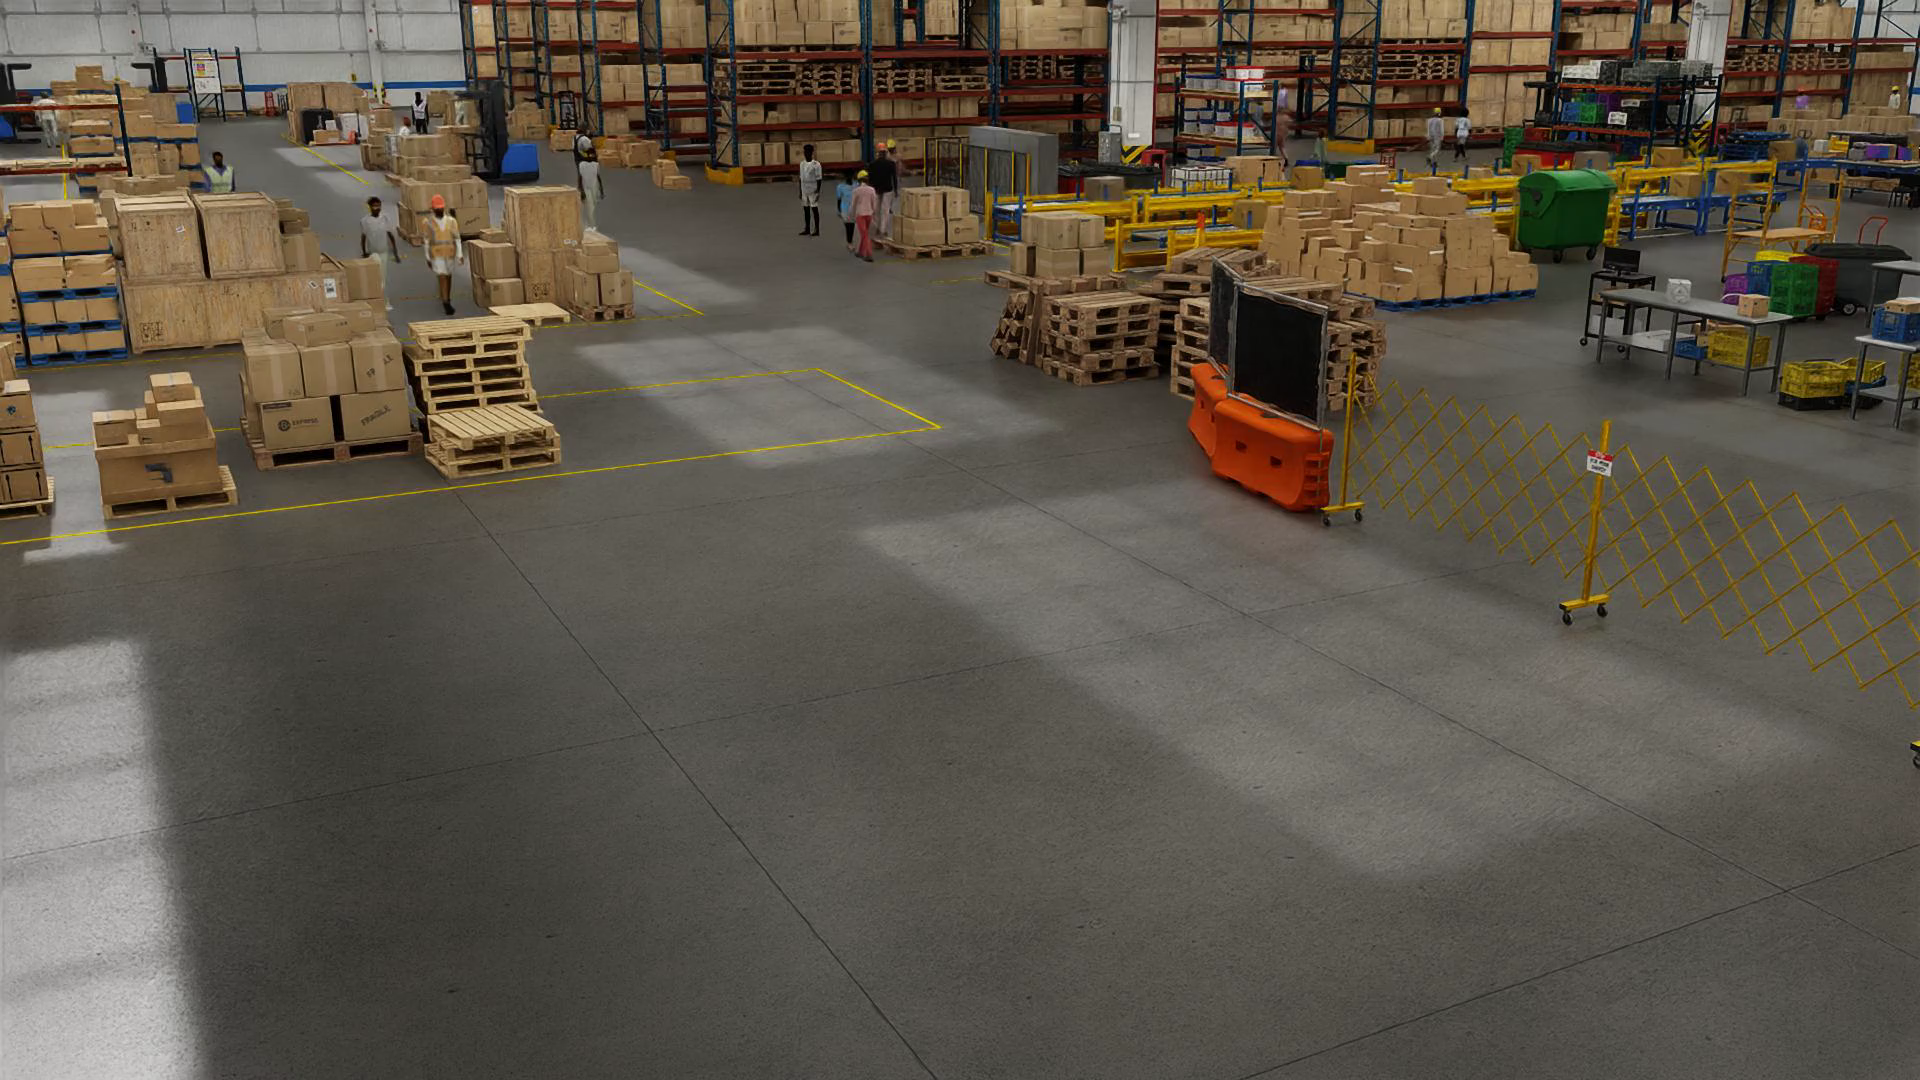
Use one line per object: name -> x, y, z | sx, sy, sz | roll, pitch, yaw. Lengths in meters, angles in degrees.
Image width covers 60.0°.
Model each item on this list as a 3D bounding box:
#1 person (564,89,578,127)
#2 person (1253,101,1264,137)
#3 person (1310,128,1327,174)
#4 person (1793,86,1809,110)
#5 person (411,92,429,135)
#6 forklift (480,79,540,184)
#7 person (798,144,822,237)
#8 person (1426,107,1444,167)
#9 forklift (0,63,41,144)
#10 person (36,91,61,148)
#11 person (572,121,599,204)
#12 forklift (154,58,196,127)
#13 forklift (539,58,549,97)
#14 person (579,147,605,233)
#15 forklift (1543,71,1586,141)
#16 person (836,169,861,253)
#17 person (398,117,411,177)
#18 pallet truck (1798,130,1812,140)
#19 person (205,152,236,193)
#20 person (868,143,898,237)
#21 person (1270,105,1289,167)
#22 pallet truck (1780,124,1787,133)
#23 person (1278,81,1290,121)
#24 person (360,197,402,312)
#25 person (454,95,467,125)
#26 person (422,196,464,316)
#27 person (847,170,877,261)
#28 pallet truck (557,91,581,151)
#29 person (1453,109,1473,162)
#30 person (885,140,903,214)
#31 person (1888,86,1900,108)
person -> -14.378, -15.686, 61.407 | 0.429, 1.847, 0.627 | 8, 20, 24
person -> 10.747, -15.097, 59.940 | 0.513, 1.615, 0.518 | -5, 18, -15
person -> 9.876, -10.496, 45.649 | 0.896, 1.584, 0.500 | -1, 18, -4
person -> 31.456, -16.025, 62.325 | 0.421, 1.924, 0.570 | -9, 20, -26
person -> -18.963, -14.786, 58.502 | 0.594, 1.910, 0.384 | 2, 18, 8
forklift -> -12.868, -11.420, 46.438 | 1.873, 2.768, 1.129 | -9, 20, -26
person -> -3.226, -7.484, 35.638 | 0.612, 1.966, 0.362 | 14, 22, 37
person -> 14.587, -12.365, 51.093 | 0.555, 1.818, 0.610 | -10, 21, -29
forklift -> -34.035, -15.536, 59.268 | 1.873, 2.768, 1.129 | -9, 20, -26
person -> -31.858, -14.686, 58.137 | 0.629, 1.940, 0.373 | -6, 19, -18
person -> -9.366, -9.455, 41.664 | 0.536, 2.000, 0.676 | -14, 22, -37
forklift -> -31.504, -17.653, 65.870 | 1.873, 2.768, 1.129 | -9, 20, -26
forklift -> -16.329, -17.723, 66.088 | 1.873, 2.768, 1.129 | -9, 20, -26
person -> -7.975, -7.590, 36.164 | 0.550, 1.839, 0.802 | -17, 24, -42
forklift -> 18.685, -13.231, 52.085 | 1.873, 2.768, 1.129 | -9, 20, -26
person -> -2.218, -6.654, 33.556 | 0.538, 1.653, 0.867 | -7, 19, -21
person -> -15.423, -10.909, 46.566 | 1.029, 1.816, 0.579 | -14, 23, -37
pallet truck -> 25.526, -11.556, 49.408 | 1.630, 1.274, 0.653 | -9, 20, -26
person -> -15.541, -7.226, 34.998 | 0.610, 1.874, 1.004 | -11, 21, -32
person -> -1.646, -7.567, 35.916 | 0.620, 1.952, 0.949 | 1, 18, 3
person -> 9.823, -12.428, 51.185 | 0.651, 1.885, 0.791 | -6, 19, -17
pallet truck -> 25.206, -12.542, 52.601 | 1.601, 1.201, 0.680 | 0, 18, -2
person -> 12.978, -17.416, 66.702 | 0.850, 1.916, 0.637 | -4, 18, -11
person -> -9.345, -4.618, 26.931 | 0.862, 1.835, 0.517 | 14, 22, 36
person -> -18.865, -15.973, 62.704 | 0.516, 1.595, 0.855 | 6, 19, 19
person -> -8.276, -4.565, 26.675 | 0.547, 1.884, 0.996 | -11, 21, -30
person -> -1.901, -6.311, 32.366 | 0.540, 1.731, 0.775 | -15, 23, -38
pallet truck -> -13.495, -14.412, 57.188 | 0.823, 1.965, 1.885 | -3, 18, -9
person -> 16.022, -12.856, 52.895 | 0.894, 1.643, 0.543 | -11, 21, -32
person -> -1.571, -8.687, 39.742 | 0.525, 1.745, 0.621 | 7, 19, 20
person -> 36.952, -17.081, 65.883 | 0.328, 1.767, 0.530 | -4, 18, -11
